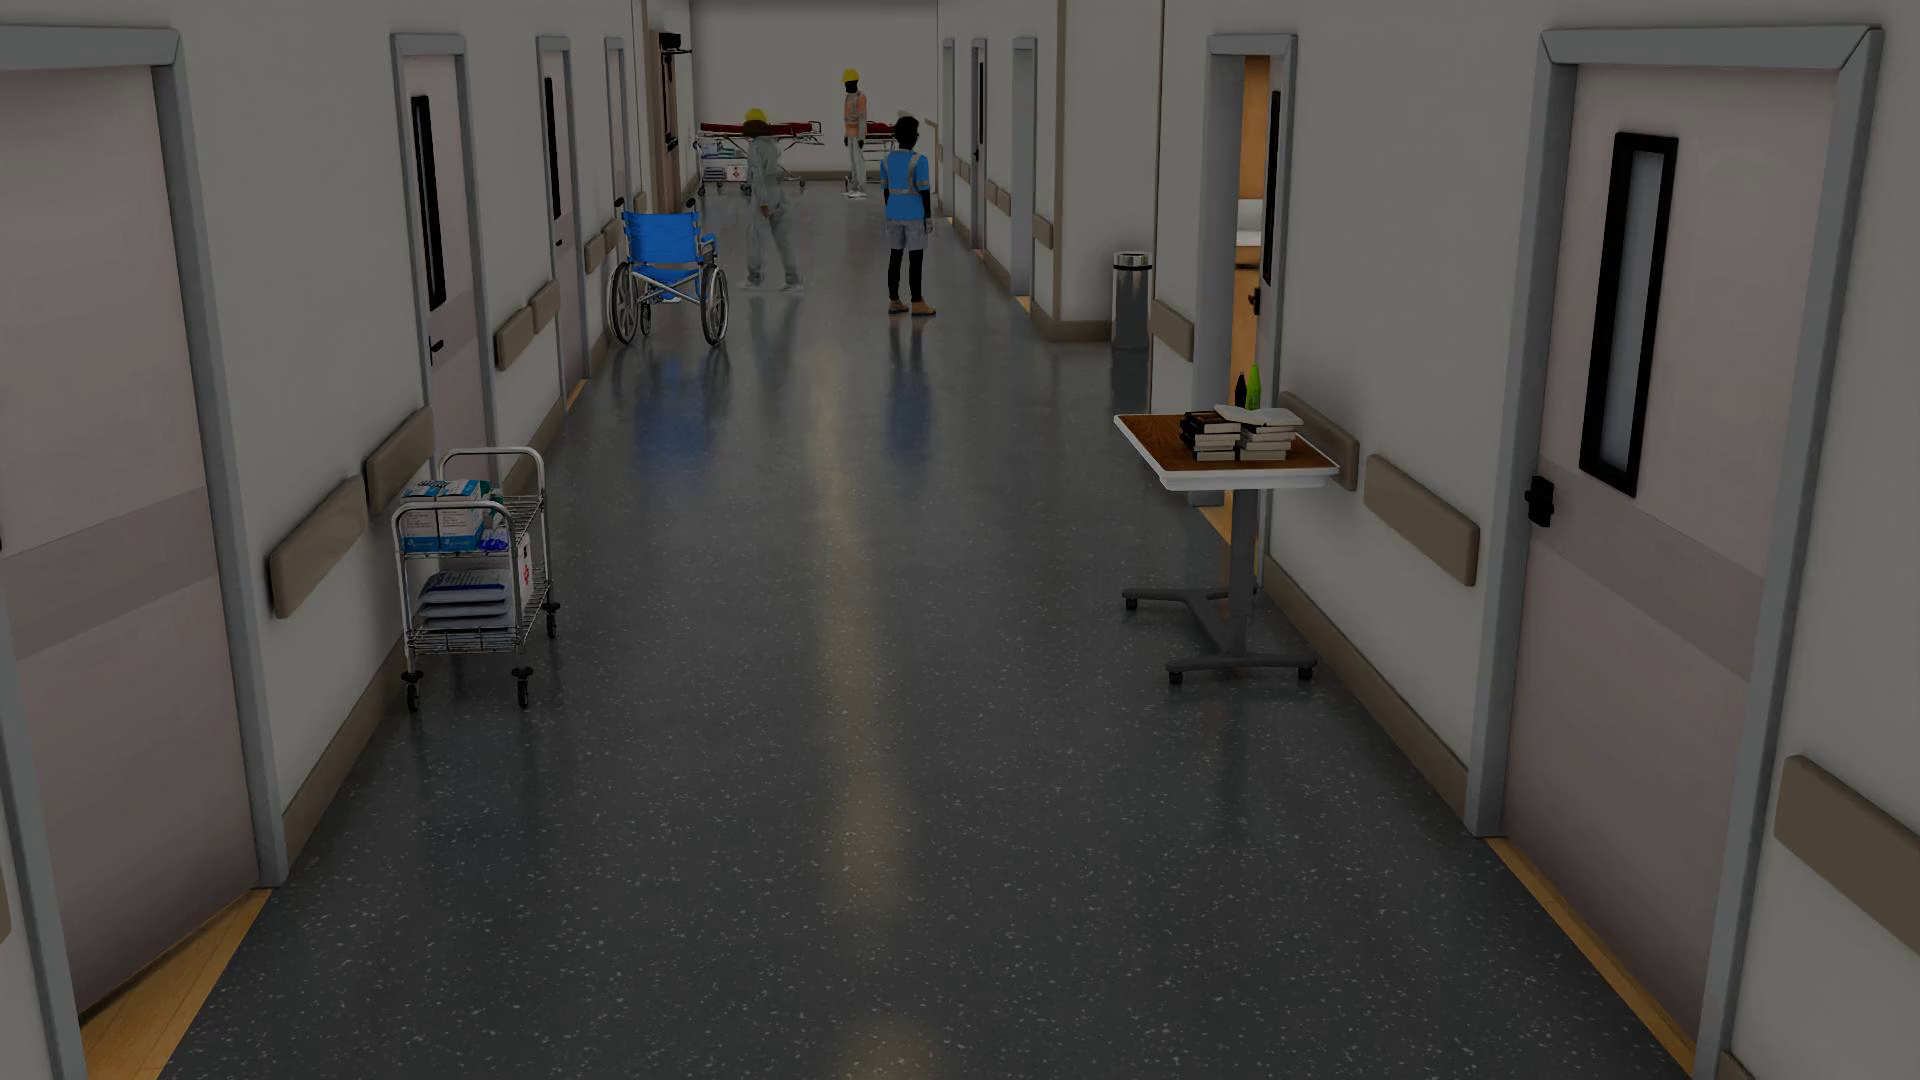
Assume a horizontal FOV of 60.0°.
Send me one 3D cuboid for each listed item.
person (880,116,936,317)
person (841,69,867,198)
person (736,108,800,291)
[{"bbox_3d":[-0.448,-2.780,14.327,0.535,1.698,0.318,13,21,37],"label":"person"},{"bbox_3d":[-1.619,-6.203,25.396,0.399,1.918,0.588,-8,18,-24],"label":"person"},{"bbox_3d":[-1.842,-3.202,15.730,0.753,1.698,0.501,8,19,26],"label":"person"}]
